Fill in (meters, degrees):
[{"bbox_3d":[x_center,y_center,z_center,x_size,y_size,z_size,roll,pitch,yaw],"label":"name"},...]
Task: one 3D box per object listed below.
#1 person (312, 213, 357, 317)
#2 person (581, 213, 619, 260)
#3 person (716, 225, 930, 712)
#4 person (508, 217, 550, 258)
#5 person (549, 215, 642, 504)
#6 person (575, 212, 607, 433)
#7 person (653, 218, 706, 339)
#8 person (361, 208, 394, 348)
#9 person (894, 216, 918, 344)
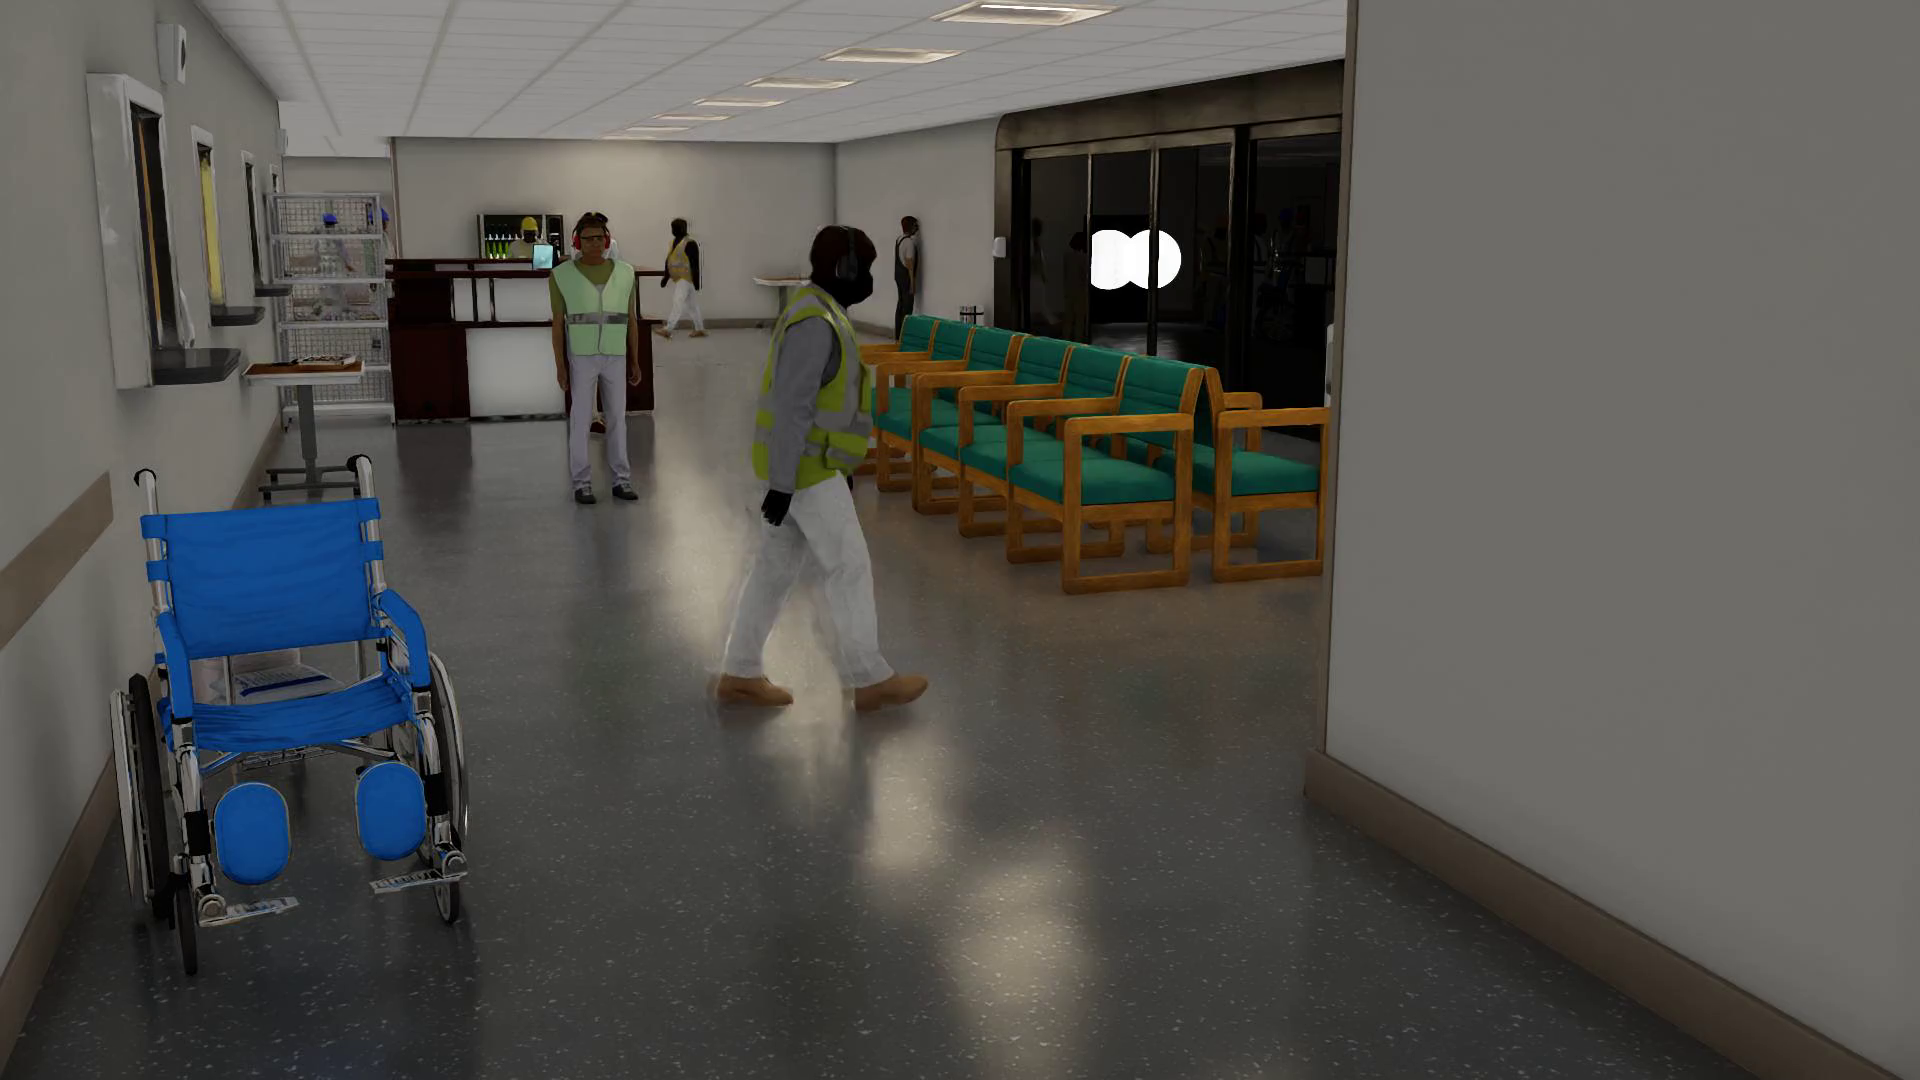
[{"bbox_3d":[-11.457,-4.989,30.249,0.613,1.900,1.030,7,13,33],"label":"person"},{"bbox_3d":[-4.495,-3.131,20.740,0.597,1.872,0.362,5,12,25],"label":"person"},{"bbox_3d":[-0.511,-0.249,6.148,0.901,1.791,0.650,-1,11,-6],"label":"person"},{"bbox_3d":[-5.765,-3.419,22.357,0.600,1.827,0.403,-2,11,-12],"label":"person"},{"bbox_3d":[-2.345,-1.155,10.703,0.560,1.839,0.394,-7,13,-30],"label":"person"},{"bbox_3d":[-3.098,-1.840,14.148,0.328,1.865,0.508,-2,11,-9],"label":"person"},{"bbox_3d":[-4.232,-3.928,25.054,0.968,1.791,0.629,-8,13,-34],"label":"person"},{"bbox_3d":[-8.104,-3.658,23.251,0.384,1.949,0.603,2,11,8],"label":"person"},{"bbox_3d":[-0.752,-3.648,23.486,0.338,1.838,0.506,-4,12,-22],"label":"person"}]
